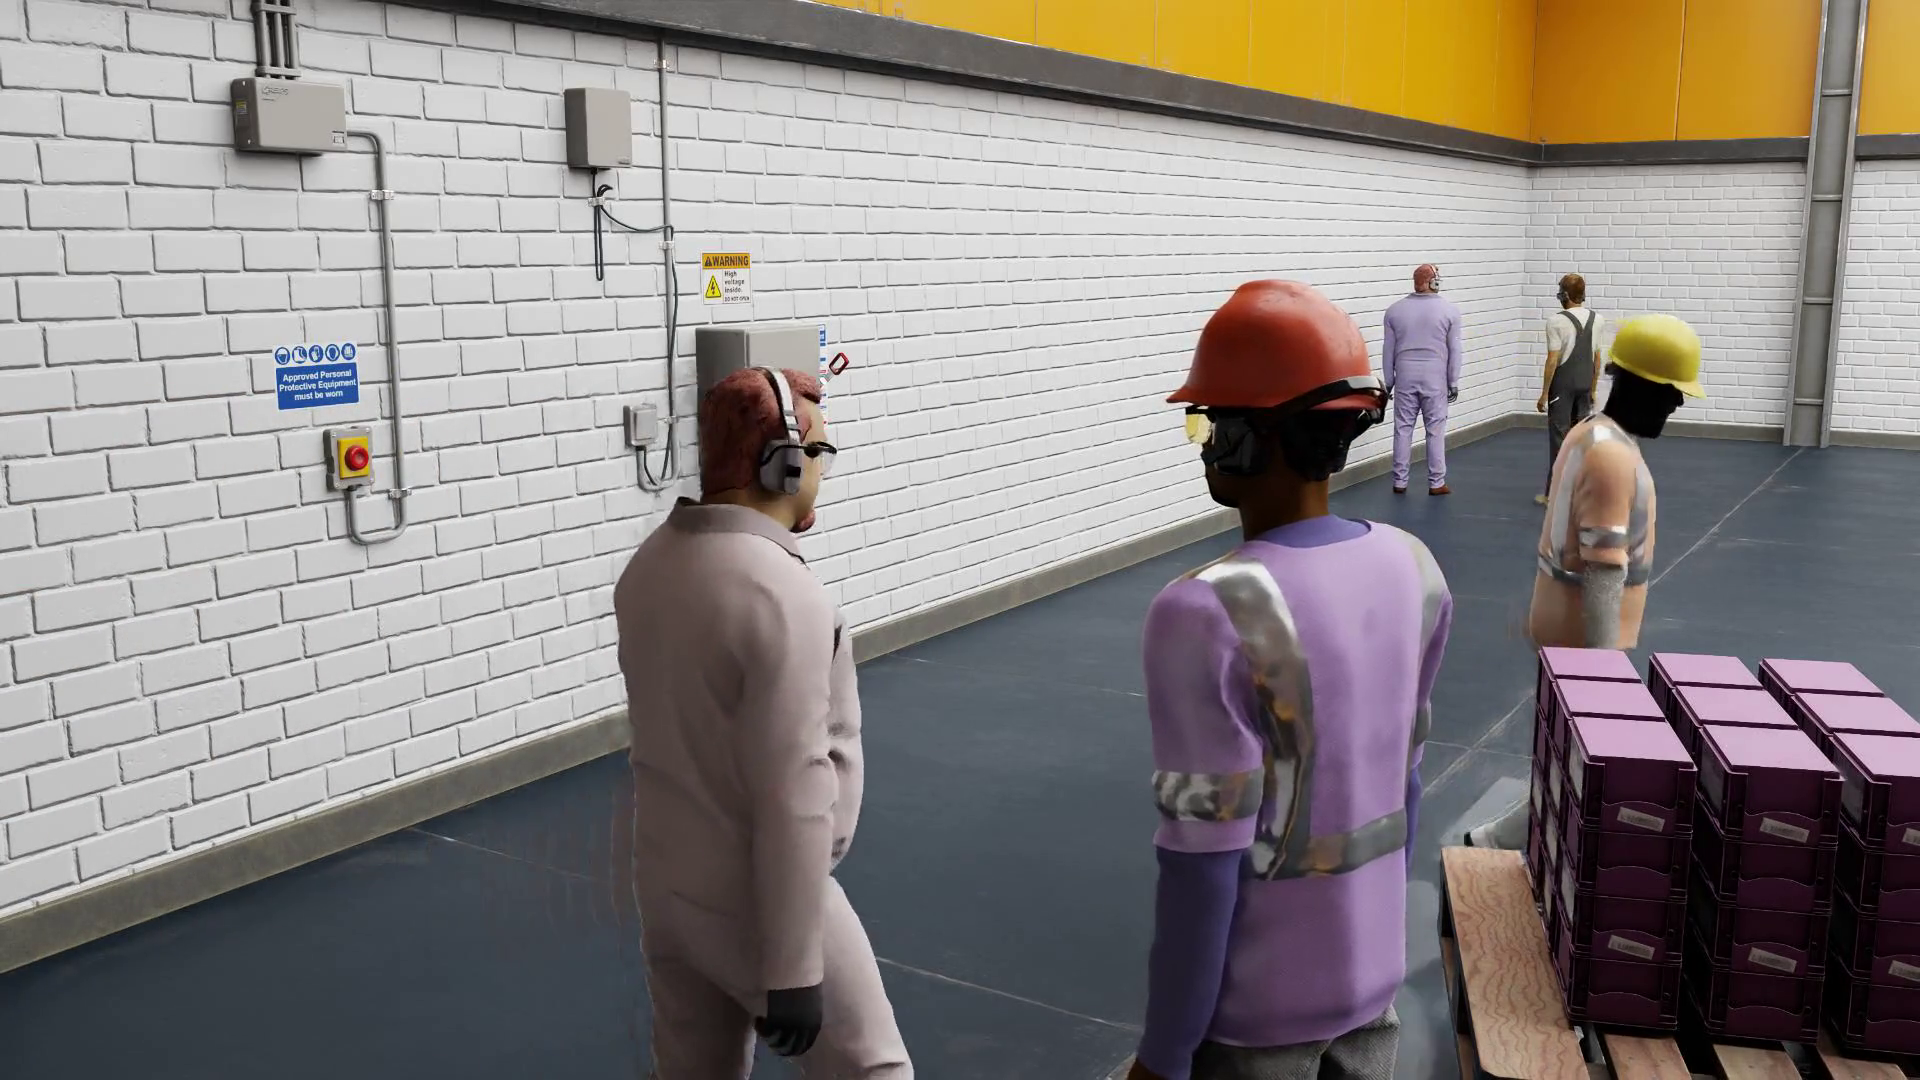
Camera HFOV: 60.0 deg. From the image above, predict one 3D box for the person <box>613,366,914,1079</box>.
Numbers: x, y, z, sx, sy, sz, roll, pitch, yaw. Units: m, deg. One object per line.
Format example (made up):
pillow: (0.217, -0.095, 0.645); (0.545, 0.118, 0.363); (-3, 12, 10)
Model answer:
person: (-0.299, 0.627, 3.036); (0.780, 1.876, 0.663); (-7, 12, -34)

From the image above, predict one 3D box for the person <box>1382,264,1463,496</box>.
person: (3.825, -1.321, 13.770); (0.643, 1.905, 0.400); (6, 12, 28)

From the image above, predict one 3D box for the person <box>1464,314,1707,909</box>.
person: (1.872, 0.279, 4.934); (0.535, 1.889, 0.682); (4, 11, 20)

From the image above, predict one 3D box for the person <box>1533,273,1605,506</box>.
person: (4.794, -1.169, 13.103); (0.505, 1.840, 0.346); (-3, 11, -16)

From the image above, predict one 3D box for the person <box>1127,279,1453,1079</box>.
person: (0.459, 0.641, 2.505); (0.609, 2.044, 0.395); (-9, 14, -42)
